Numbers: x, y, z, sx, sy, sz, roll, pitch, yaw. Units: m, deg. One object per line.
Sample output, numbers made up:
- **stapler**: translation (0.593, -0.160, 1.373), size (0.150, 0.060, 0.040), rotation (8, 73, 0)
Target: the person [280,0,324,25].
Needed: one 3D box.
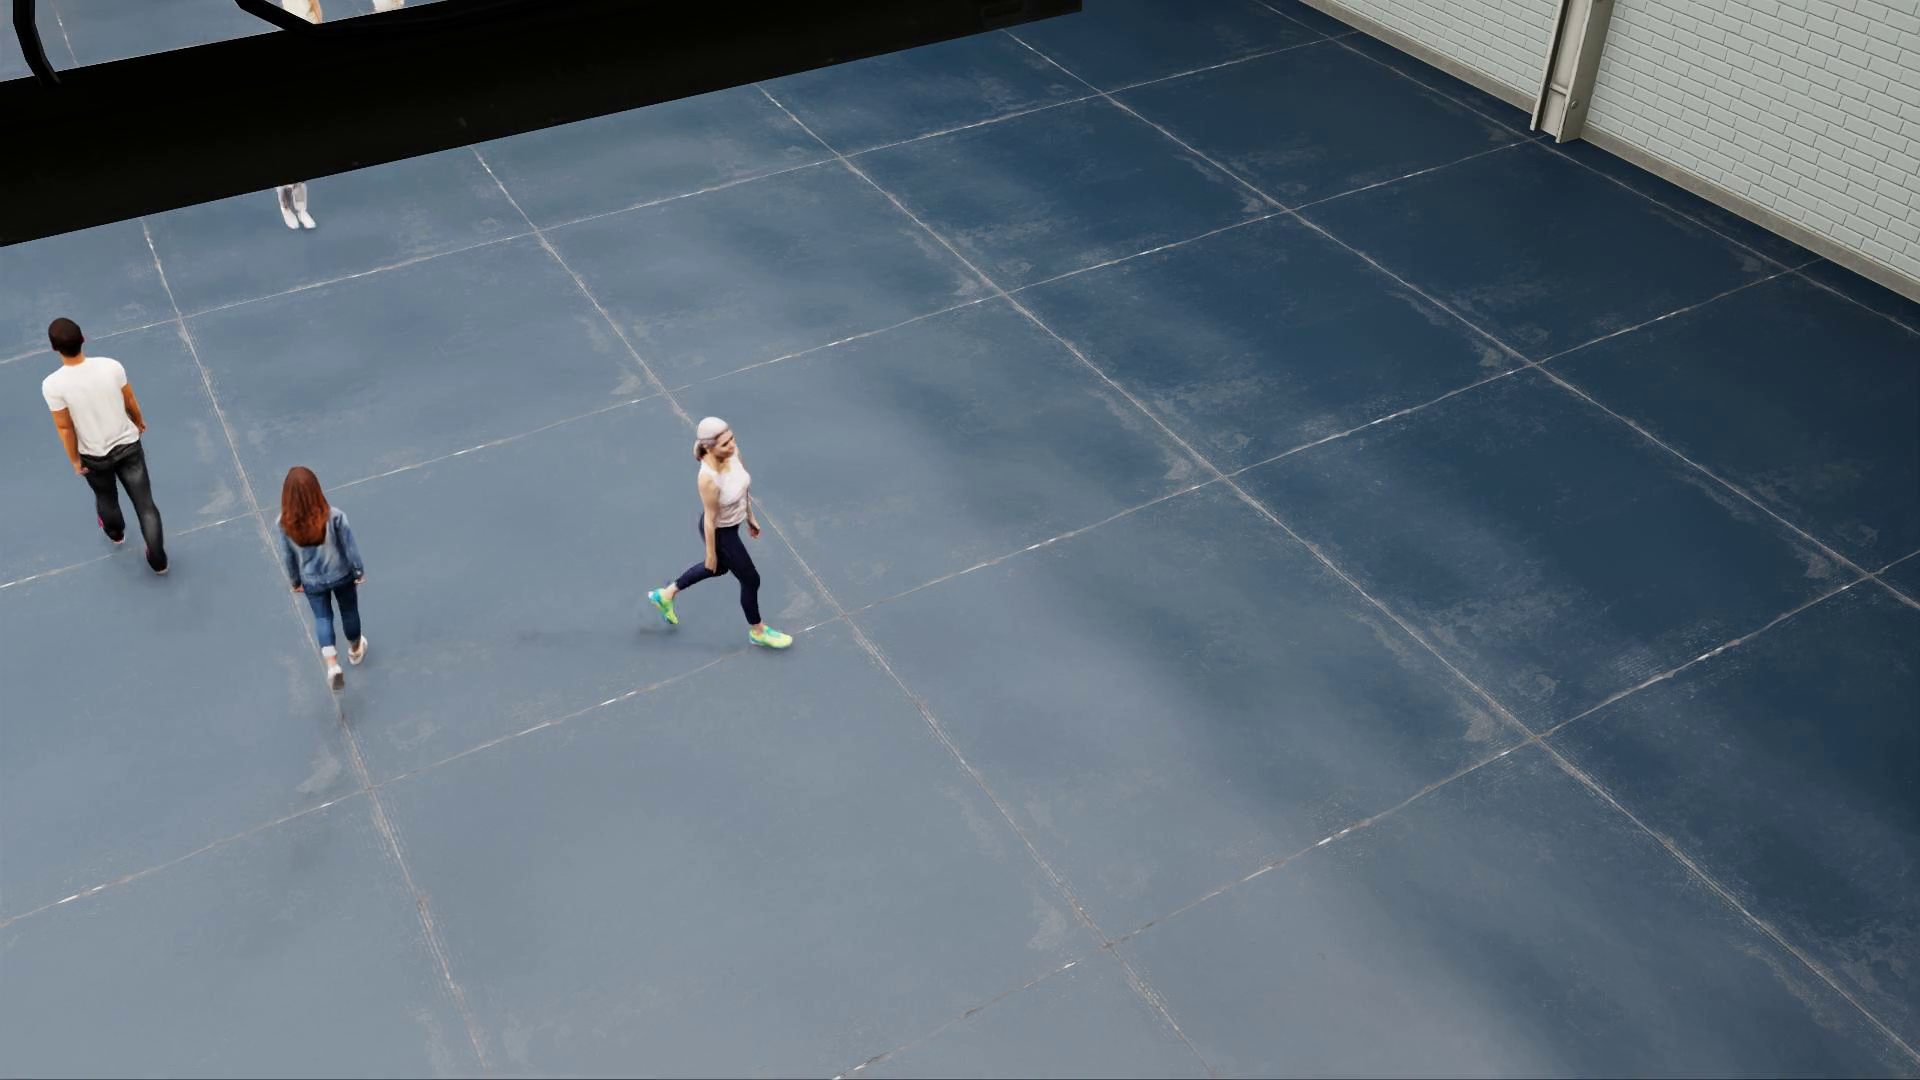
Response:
- **person**: translation (-6.468, -5.115, 16.433), size (0.640, 1.588, 0.695), rotation (9, 39, 11)

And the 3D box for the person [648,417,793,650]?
- **person**: translation (-1.490, -0.040, 9.879), size (1.115, 1.671, 1.128), rotation (5, 38, 6)

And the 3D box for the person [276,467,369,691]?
- **person**: translation (-3.701, 0.248, 9.680), size (0.729, 1.462, 0.898), rotation (-6, 38, -8)

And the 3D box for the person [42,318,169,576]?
- **person**: translation (-5.307, -0.538, 10.429), size (0.749, 1.777, 1.035), rotation (-26, 45, -29)

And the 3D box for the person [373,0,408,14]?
- **person**: translation (-6.002, -5.640, 17.238), size (0.819, 1.423, 0.819), rotation (19, 42, 23)
